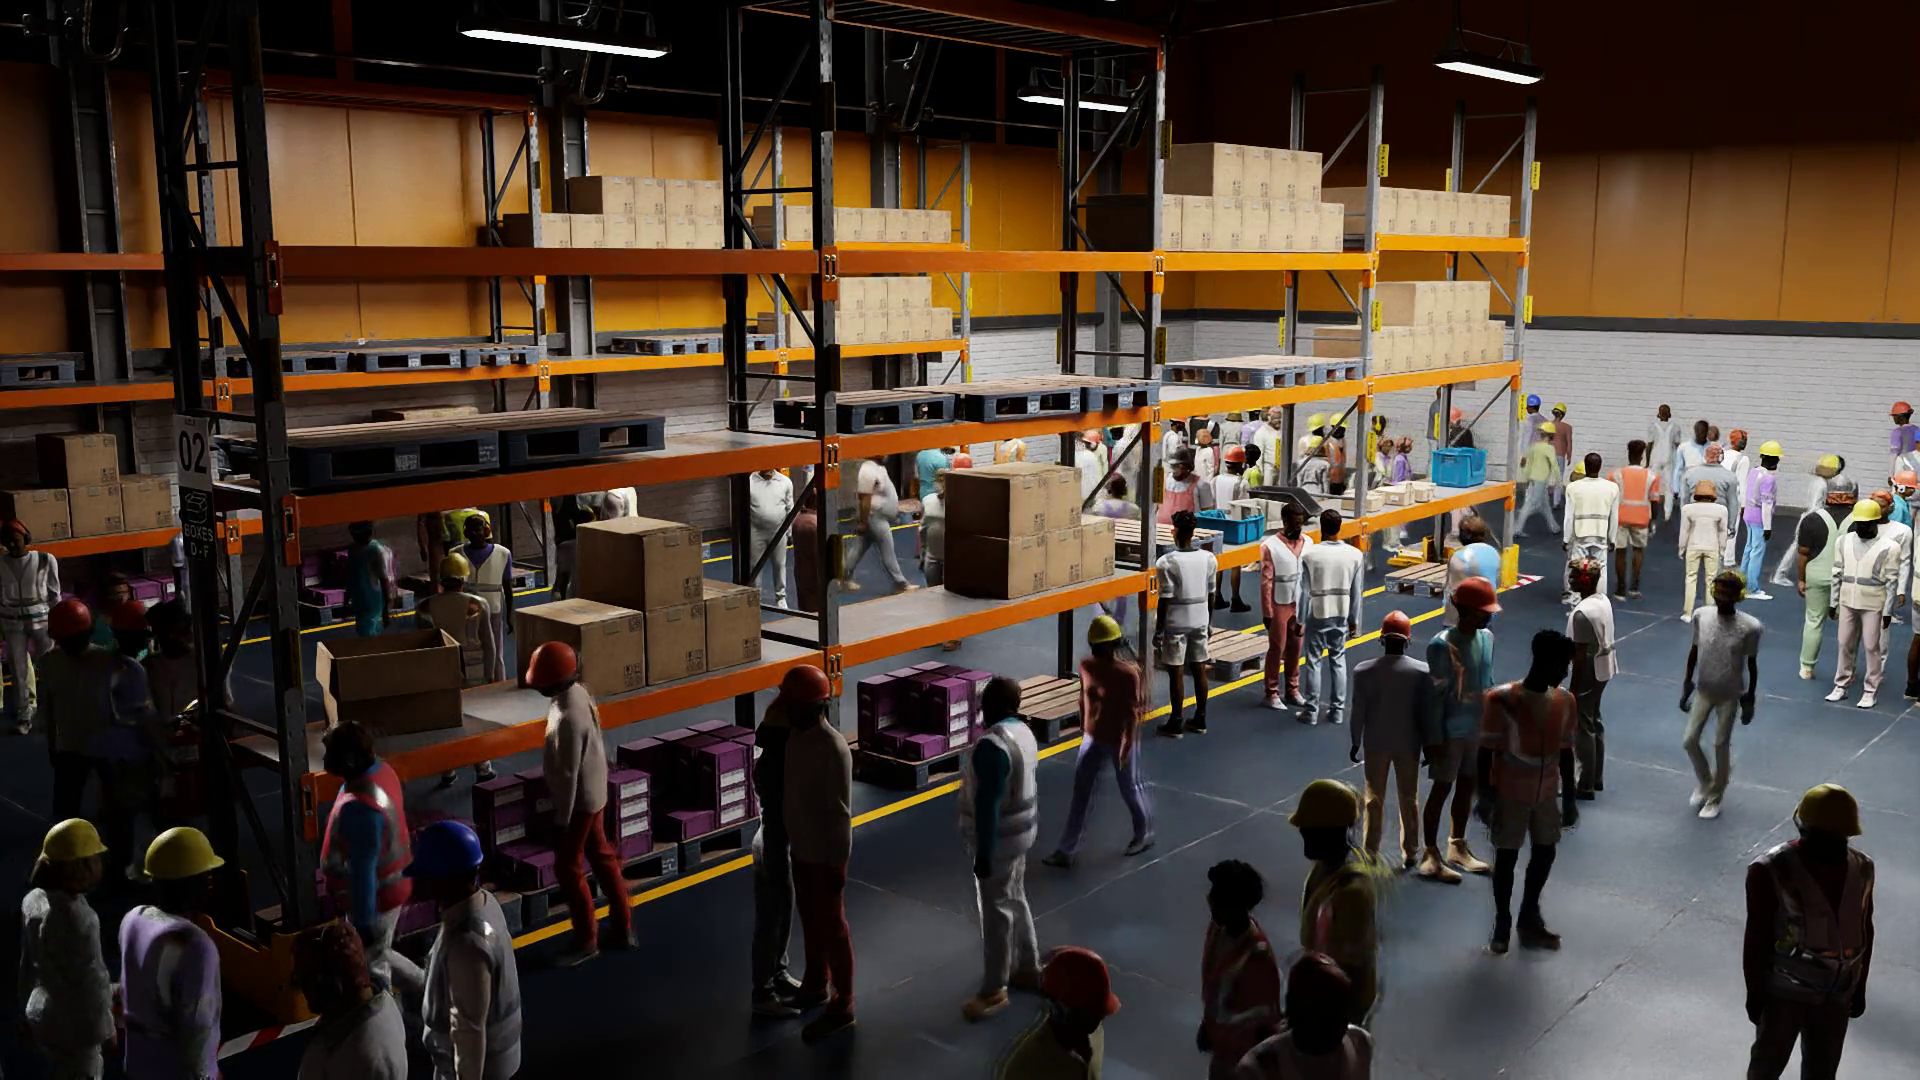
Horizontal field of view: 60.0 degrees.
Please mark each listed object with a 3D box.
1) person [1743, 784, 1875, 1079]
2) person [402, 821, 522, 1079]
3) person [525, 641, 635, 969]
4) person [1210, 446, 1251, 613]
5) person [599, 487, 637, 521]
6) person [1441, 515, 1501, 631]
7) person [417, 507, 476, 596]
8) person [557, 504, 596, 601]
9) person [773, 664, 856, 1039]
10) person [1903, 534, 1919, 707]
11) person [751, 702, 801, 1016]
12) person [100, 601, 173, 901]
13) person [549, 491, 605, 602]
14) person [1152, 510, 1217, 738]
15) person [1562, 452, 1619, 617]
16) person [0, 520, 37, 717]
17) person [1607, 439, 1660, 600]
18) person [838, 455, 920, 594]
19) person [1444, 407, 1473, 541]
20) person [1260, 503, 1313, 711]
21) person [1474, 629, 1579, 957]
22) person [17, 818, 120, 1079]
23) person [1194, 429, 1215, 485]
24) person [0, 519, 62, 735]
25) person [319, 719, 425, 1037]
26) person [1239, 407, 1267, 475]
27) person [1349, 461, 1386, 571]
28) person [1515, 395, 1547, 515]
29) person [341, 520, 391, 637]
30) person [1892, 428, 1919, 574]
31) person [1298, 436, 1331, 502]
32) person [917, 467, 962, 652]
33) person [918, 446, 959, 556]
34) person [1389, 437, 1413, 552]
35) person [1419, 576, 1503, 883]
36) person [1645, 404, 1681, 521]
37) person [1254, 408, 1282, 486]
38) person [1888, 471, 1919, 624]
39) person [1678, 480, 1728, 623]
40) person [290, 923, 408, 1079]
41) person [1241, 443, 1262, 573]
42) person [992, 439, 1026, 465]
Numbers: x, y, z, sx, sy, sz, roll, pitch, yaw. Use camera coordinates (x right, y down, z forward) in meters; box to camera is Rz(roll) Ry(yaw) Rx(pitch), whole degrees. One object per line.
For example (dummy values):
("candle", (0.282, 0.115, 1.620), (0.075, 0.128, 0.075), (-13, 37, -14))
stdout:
("person", (3.735, 1.945, 7.328), (0.595, 1.823, 0.403), (-1, 10, -8))
("person", (-1.919, 2.025, 6.501), (0.415, 1.939, 0.611), (-2, 10, -14))
("person", (-2.171, 1.503, 9.623), (0.570, 1.944, 0.695), (-1, 10, -5))
("person", (3.168, -0.128, 19.355), (0.360, 1.935, 0.552), (-9, 13, -43))
("person", (-3.859, 0.018, 18.825), (0.433, 1.836, 0.618), (1, 10, 6))
("person", (4.496, 0.693, 14.754), (0.667, 1.840, 0.429), (-8, 12, -38))
("person", (-5.690, 0.044, 18.493), (0.660, 1.894, 0.411), (-5, 11, -30))
("person", (-3.411, 0.605, 15.245), (0.546, 1.845, 0.564), (0, 10, 1))
("person", (-0.778, 1.620, 8.789), (0.408, 1.985, 0.620), (-6, 11, -31))
("person", (8.919, 0.551, 15.216), (0.368, 1.967, 0.600), (2, 10, 11))
("person", (-0.962, 1.703, 9.047), (0.319, 1.737, 0.486), (1, 10, 8))
("person", (-5.202, 1.338, 10.722), (0.863, 1.900, 0.563), (-7, 12, -37))
("person", (-4.376, -0.114, 18.964), (0.697, 2.000, 0.778), (3, 10, 17))
("person", (1.913, 0.716, 14.230), (0.608, 1.966, 0.370), (-5, 11, -27))
("person", (7.138, -0.034, 18.846), (0.587, 1.921, 0.392), (2, 10, 9))
("person", (-8.521, 0.692, 14.789), (0.561, 1.836, 0.390), (-1, 10, -7))
("person", (8.072, -0.256, 20.089), (0.635, 1.946, 0.565), (2, 10, 13))
("person", (-1.057, -0.347, 20.357), (1.049, 2.000, 0.689), (0, 10, -1))
("person", (7.203, -0.952, 24.173), (0.647, 1.970, 0.443), (-7, 12, -38))
("person", (2.962, 0.598, 15.123), (0.602, 1.906, 0.411), (-6, 11, -32))
("person", (3.311, 1.478, 9.791), (0.652, 1.942, 0.399), (-2, 10, -13))
("person", (-3.778, 2.033, 7.068), (0.497, 1.724, 0.411), (7, 12, 38))
("person", (3.550, -0.814, 24.355), (0.270, 1.632, 0.508), (-3, 10, -17))
("person", (-8.045, 0.748, 14.321), (0.584, 1.878, 0.368), (-3, 10, -20))
("person", (-2.890, 1.775, 8.319), (0.564, 1.829, 0.647), (-2, 10, -14))
("person", (4.582, -1.217, 25.940), (0.591, 1.913, 0.394), (-7, 12, -36))
("person", (5.263, -0.340, 21.643), (0.515, 1.600, 0.817), (8, 12, 39))
("person", (9.217, -1.371, 26.791), (0.411, 1.939, 0.601), (9, 13, 42))
("person", (-5.405, 0.600, 15.379), (0.528, 1.818, 0.767), (8, 12, 39))
("person", (12.355, -0.488, 21.477), (0.605, 1.948, 0.388), (1, 10, 5))
("person", (4.778, -0.545, 22.459), (0.480, 1.732, 0.350), (7, 12, 36))
("person", (-0.177, 0.197, 17.420), (0.648, 1.937, 0.387), (6, 11, 33))
("person", (-0.169, -0.604, 22.844), (0.918, 1.704, 0.558), (-3, 10, -16))
("person", (6.169, -0.638, 23.317), (0.319, 1.631, 0.519), (3, 10, 16))
("person", (3.316, 1.236, 10.935), (0.614, 2.034, 0.413), (-7, 12, -35))
("person", (11.012, -1.207, 26.087), (0.506, 1.843, 0.346), (3, 10, 18))
("person", (4.695, -1.040, 24.947), (0.653, 1.894, 0.400), (-7, 12, -34))
("person", (10.556, 0.078, 18.722), (0.354, 1.740, 0.575), (5, 11, 27))
("person", (8.353, 0.129, 18.726), (0.498, 1.633, 0.279), (3, 10, 18))
("person", (-2.044, 2.197, 5.592), (0.401, 1.901, 0.642), (-4, 10, -20))
("person", (3.816, -0.420, 21.819), (0.317, 1.696, 0.537), (0, 10, -1))
("person", (0.667, -0.798, 23.390), (0.587, 1.927, 0.367), (9, 13, 43))
